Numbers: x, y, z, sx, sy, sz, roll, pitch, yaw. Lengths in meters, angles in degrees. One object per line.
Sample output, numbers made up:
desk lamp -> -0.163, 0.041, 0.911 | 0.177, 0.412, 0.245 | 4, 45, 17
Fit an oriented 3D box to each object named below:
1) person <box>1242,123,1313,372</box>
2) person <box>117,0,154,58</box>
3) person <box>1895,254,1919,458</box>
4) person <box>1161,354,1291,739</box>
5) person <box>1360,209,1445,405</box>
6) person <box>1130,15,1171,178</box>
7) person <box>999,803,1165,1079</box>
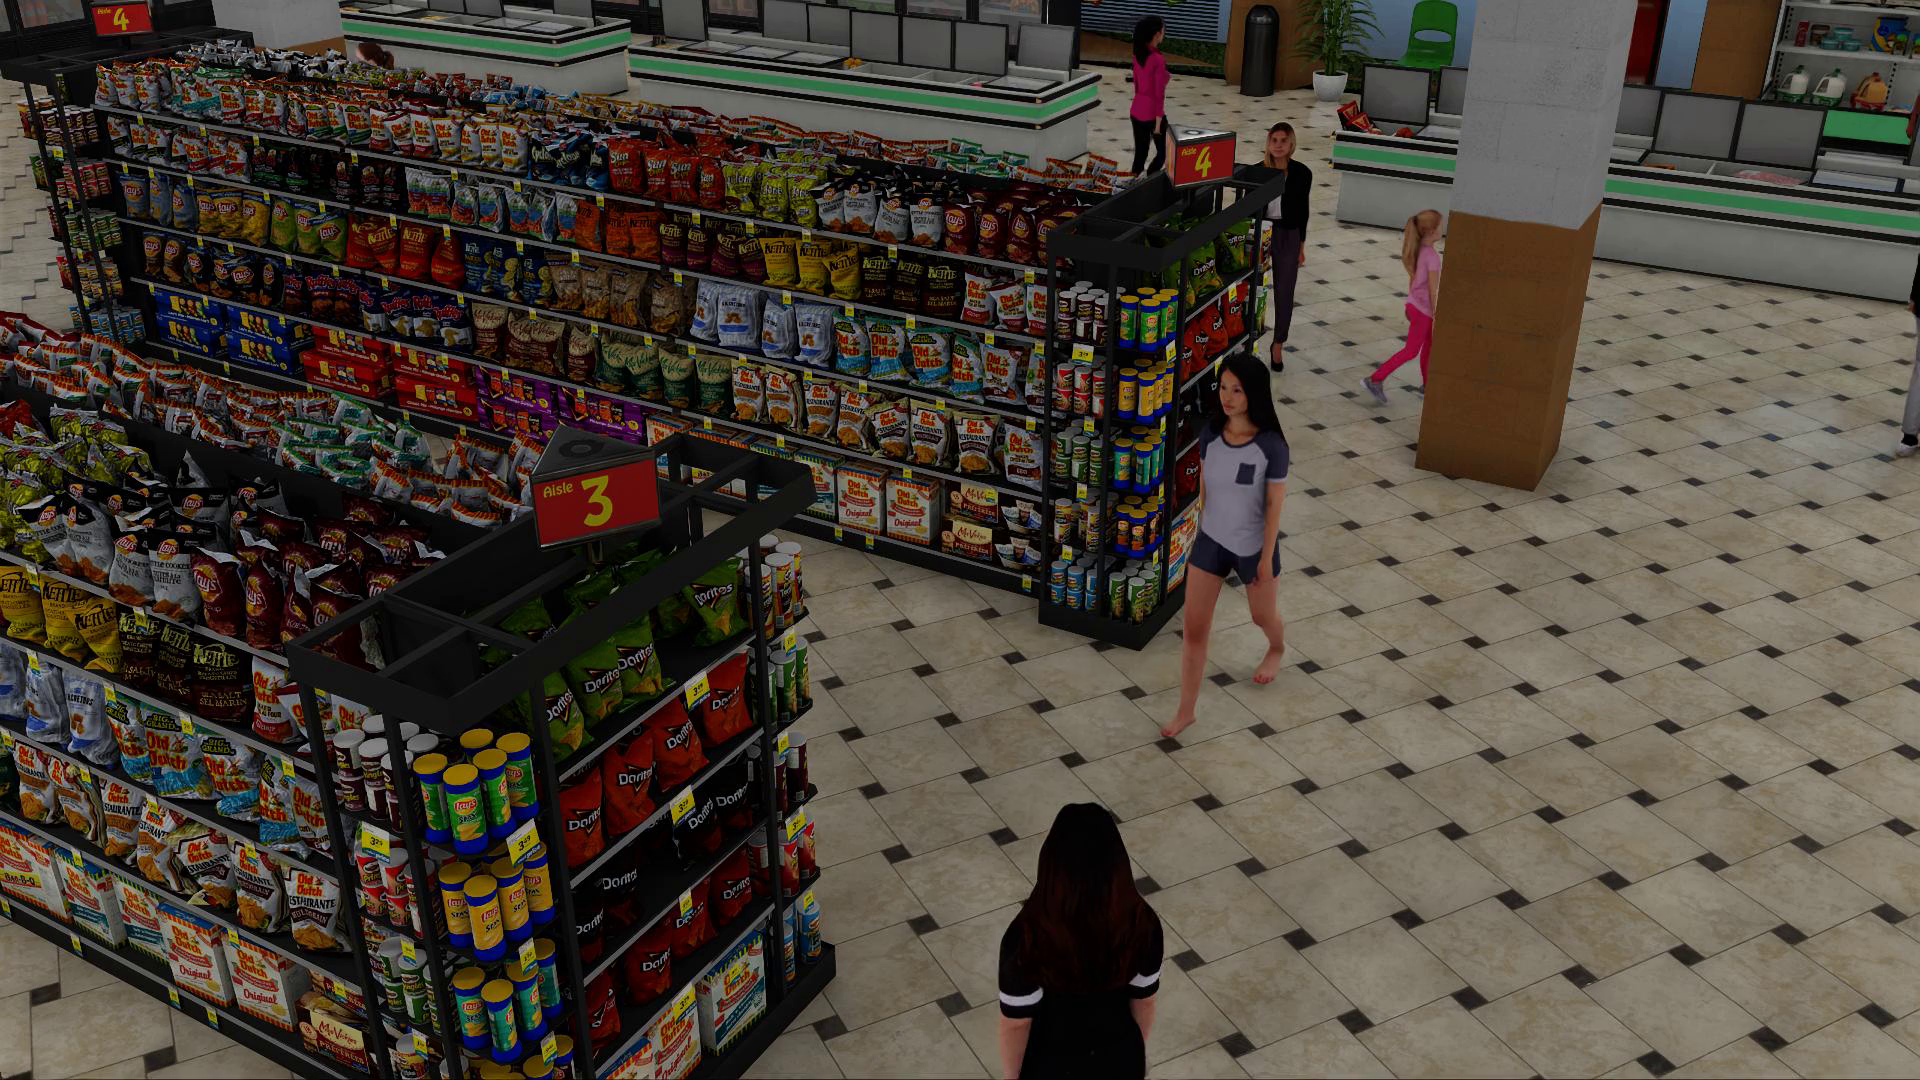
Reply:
person -> 2.072, -1.930, 11.022 | 0.591, 1.671, 0.731 | 4, 27, 8
person -> -8.808, -5.444, 17.851 | 0.968, 1.761, 0.948 | -1, 27, -2
person -> 5.717, -1.362, 9.602 | 0.857, 1.942, 0.735 | -22, 34, -37
person -> 1.256, 0.003, 7.212 | 1.062, 1.669, 0.739 | 18, 32, 32
person -> 2.877, -1.461, 10.551 | 0.922, 1.260, 0.743 | 0, 27, 1
person -> 1.561, -3.651, 14.394 | 0.753, 1.690, 0.686 | -18, 32, -32
person -> 0.330, 1.441, 4.428 | 0.968, 1.623, 1.020 | -6, 28, -12
